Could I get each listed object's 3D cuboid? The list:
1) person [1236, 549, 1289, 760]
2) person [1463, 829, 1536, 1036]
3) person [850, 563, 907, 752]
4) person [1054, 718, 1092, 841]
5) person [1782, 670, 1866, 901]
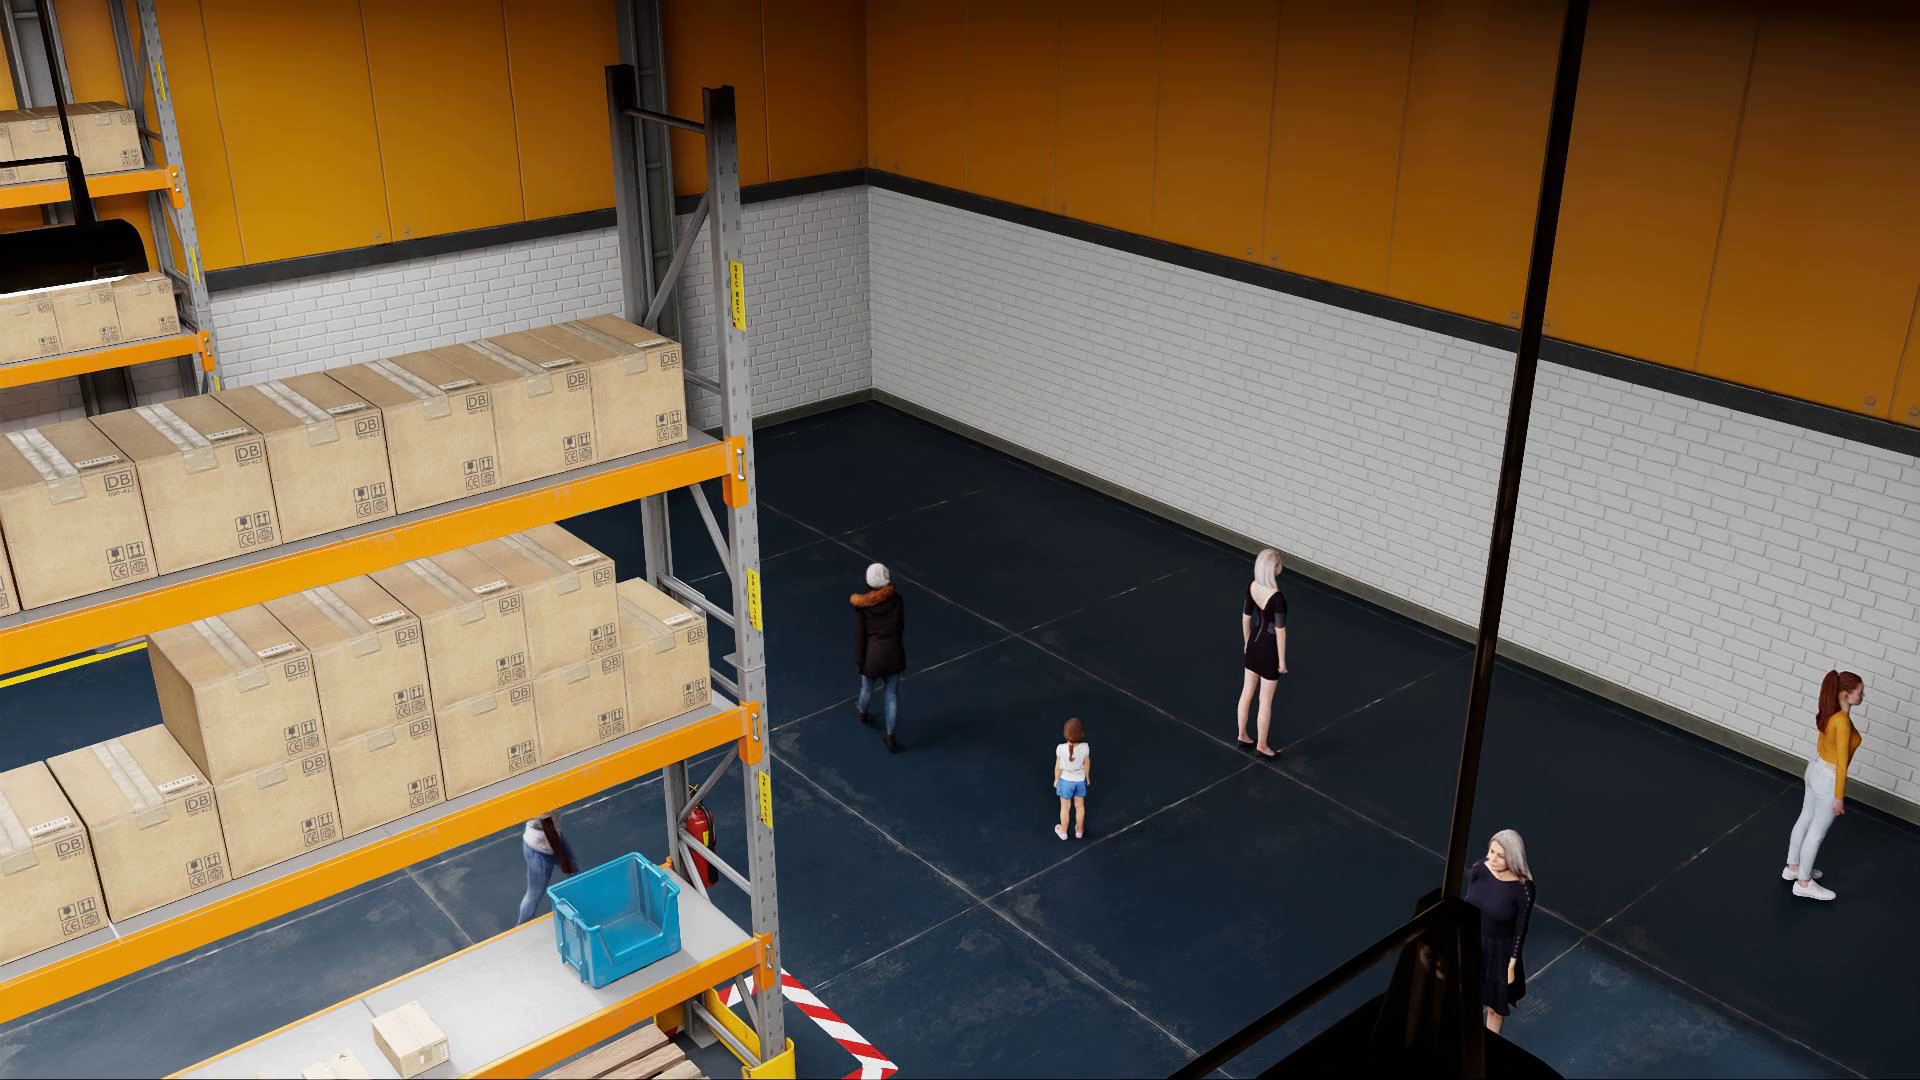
[{"bbox_3d":[2.453,0.912,13.462,0.530,1.829,0.605,-15,28,-31],"label":"person"},{"bbox_3d":[3.164,2.487,9.962,0.563,1.747,0.600,-20,31,-38],"label":"person"},{"bbox_3d":[-0.615,0.972,13.601,0.974,1.609,0.917,-7,25,-16],"label":"person"},{"bbox_3d":[0.841,1.785,12.478,0.468,1.019,0.546,-3,24,-6],"label":"person"},{"bbox_3d":[6.105,1.708,11.739,0.742,1.751,0.674,4,24,8],"label":"person"}]
